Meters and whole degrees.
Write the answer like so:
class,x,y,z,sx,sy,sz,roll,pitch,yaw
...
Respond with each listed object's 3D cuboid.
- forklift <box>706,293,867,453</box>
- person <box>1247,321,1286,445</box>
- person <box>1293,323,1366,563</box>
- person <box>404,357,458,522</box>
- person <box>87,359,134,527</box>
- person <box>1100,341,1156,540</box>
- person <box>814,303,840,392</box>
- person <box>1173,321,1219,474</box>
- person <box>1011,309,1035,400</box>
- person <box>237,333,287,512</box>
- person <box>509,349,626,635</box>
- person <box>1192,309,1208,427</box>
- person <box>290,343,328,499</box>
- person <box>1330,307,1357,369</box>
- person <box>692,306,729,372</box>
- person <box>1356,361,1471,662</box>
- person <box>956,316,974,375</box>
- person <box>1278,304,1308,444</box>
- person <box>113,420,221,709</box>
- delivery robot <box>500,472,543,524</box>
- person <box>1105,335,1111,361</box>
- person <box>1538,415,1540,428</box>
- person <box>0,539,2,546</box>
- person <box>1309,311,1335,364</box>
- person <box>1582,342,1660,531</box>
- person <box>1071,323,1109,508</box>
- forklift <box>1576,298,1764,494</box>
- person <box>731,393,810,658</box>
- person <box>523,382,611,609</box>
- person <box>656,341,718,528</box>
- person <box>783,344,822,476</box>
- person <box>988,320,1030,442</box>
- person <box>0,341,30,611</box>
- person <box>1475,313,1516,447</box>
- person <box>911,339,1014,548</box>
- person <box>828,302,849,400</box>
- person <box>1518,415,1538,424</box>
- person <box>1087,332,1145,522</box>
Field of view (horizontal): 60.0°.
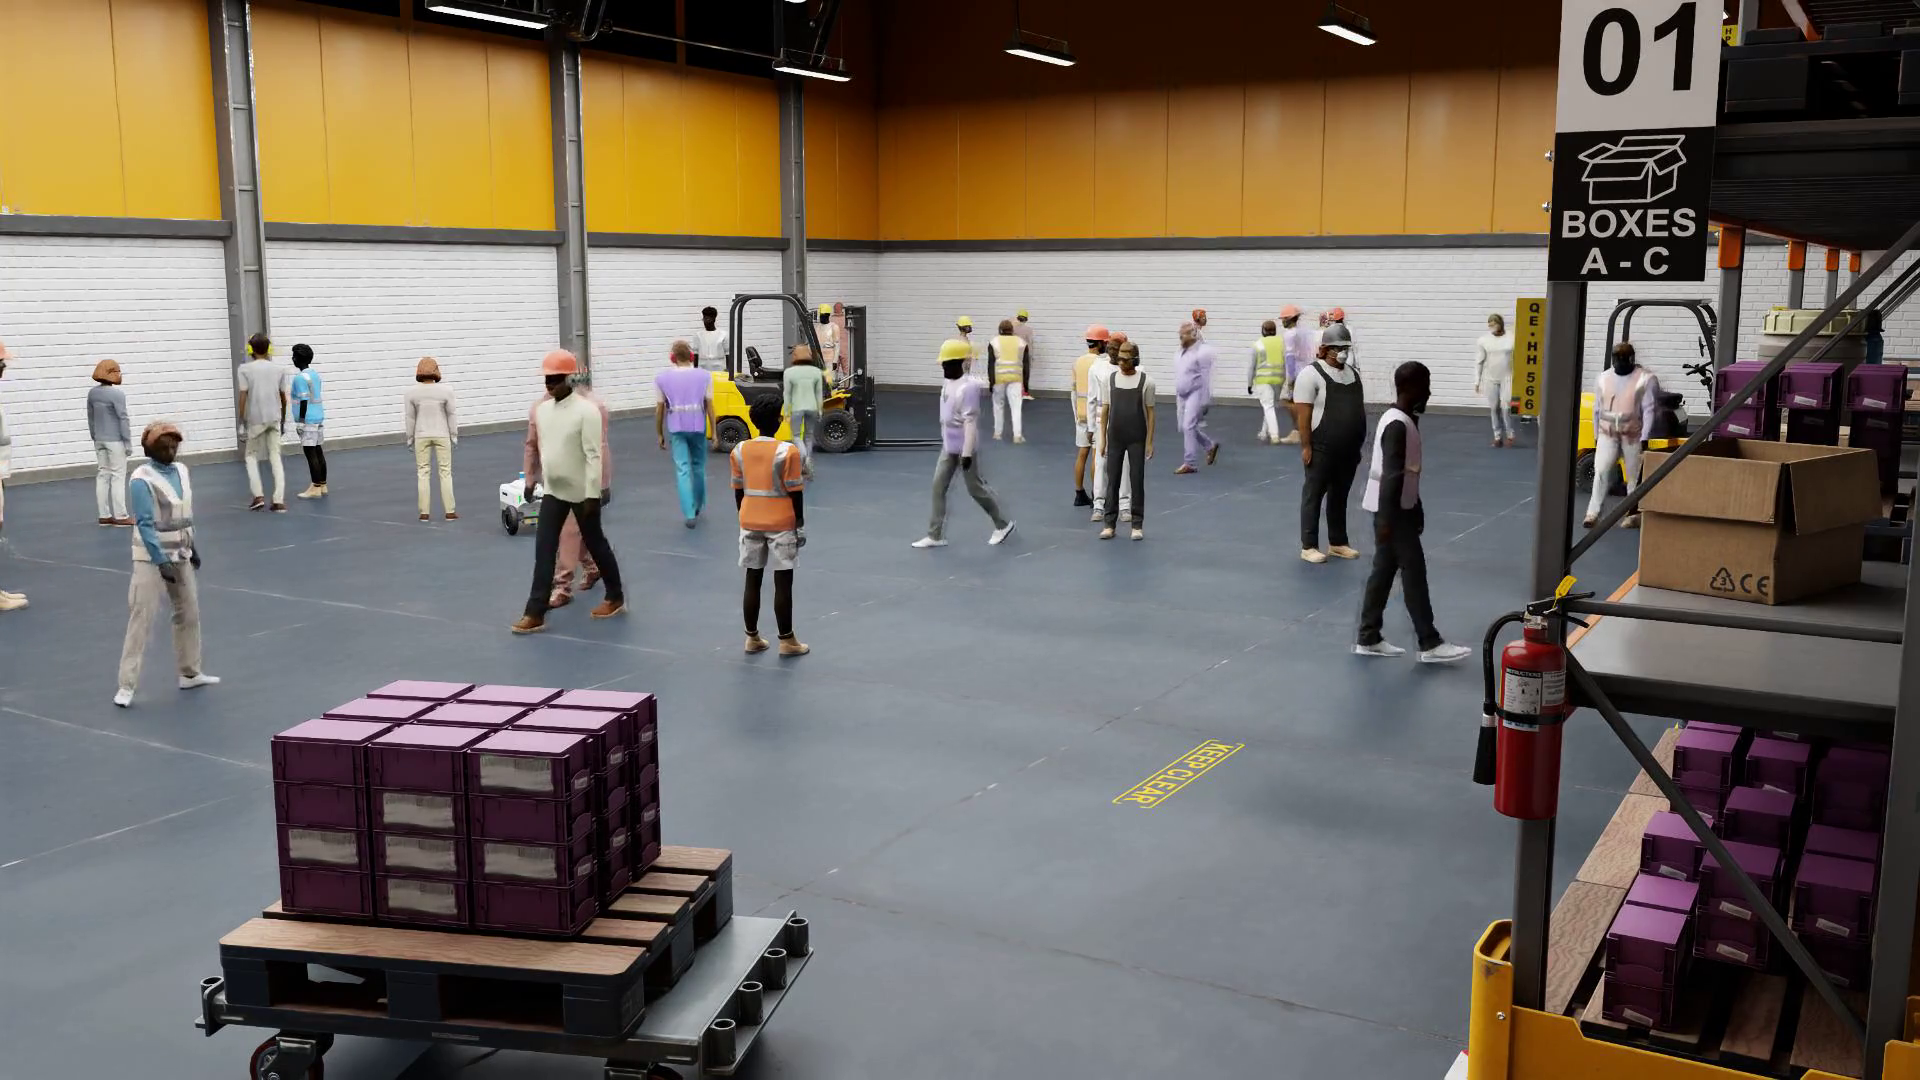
class,x,y,z,sx,sy,sz,roll,pitch,yaw
forklift,-2.458,-2.344,23.176,2.313,2.155,1.214,0,9,-2
person,4.470,-2.269,24.001,0.630,1.786,0.995,-2,9,-12
person,3.213,-0.832,14.213,0.681,2.000,0.538,-6,11,-31
person,-5.235,-0.994,16.495,0.498,1.632,0.285,-2,9,-12
person,-8.244,-0.942,16.164,0.507,1.632,0.267,4,10,26
person,1.542,-0.911,15.341,0.507,1.838,0.351,3,9,15
person,-2.369,-3.202,29.349,0.588,1.930,0.364,8,12,40
person,2.930,-1.762,20.534,0.693,1.887,0.661,-5,10,-28
person,1.225,-3.603,32.359,0.533,1.769,0.309,7,11,37
person,-7.215,-1.203,17.154,0.547,1.841,0.596,-8,12,-42
person,-2.710,-0.355,11.561,0.631,1.945,1.010,5,11,30
person,3.823,-2.760,26.742,0.356,1.882,0.574,1,9,8
person,-7.135,-1.299,18.200,0.317,1.695,0.540,-1,9,-4
person,6.415,-2.965,27.990,0.506,1.889,0.576,5,11,30
person,-3.763,-2.557,25.221,0.608,1.963,0.371,1,9,7
person,2.908,-0.173,10.535,0.770,1.894,0.623,3,9,16
person,0.070,-2.753,27.048,0.299,1.772,0.533,1,9,9
person,4.814,-2.368,23.858,0.570,2.019,0.639,5,10,27
person,-4.587,0.121,9.569,0.364,1.621,0.777,1,9,8
delivery robot,-4.154,-0.409,15.904,0.477,0.478,0.707,-5,11,-30
person,2.016,-1.923,22.311,0.316,1.631,0.523,2,9,13
person,7.463,-1.794,20.902,0.610,1.820,0.471,6,11,31
person,-8.355,-0.639,13.460,0.900,1.911,0.665,-6,11,-35
person,5.355,-2.394,24.379,0.406,1.910,0.639,-2,9,-11
person,6.281,-0.969,15.818,0.636,1.793,0.922,7,11,37
person,1.419,-1.302,17.472,0.375,1.935,0.551,-7,11,-37
forklift,7.954,-1.589,18.462,2.313,2.155,1.214,5,11,30
person,-1.214,-0.090,10.649,0.535,1.699,0.318,5,10,26
person,-2.948,-0.473,12.547,0.663,1.865,0.987,3,10,20
person,-2.696,-1.053,16.377,0.581,1.781,0.983,-2,9,-13
person,-1.869,-1.546,20.003,0.498,1.613,0.558,-4,10,-23
person,0.726,-2.327,24.392,0.642,1.793,0.817,-1,9,-9
person,-7.036,-0.487,12.101,0.393,2.037,0.607,-5,10,-28
person,7.598,-2.239,23.432,0.647,1.896,0.551,6,11,31
person,0.055,-0.865,14.933,0.933,1.891,0.585,-5,11,-30
person,-2.337,-3.672,32.373,0.639,1.903,0.407,0,9,0
person,9.420,-2.821,27.273,0.588,1.835,0.403,-2,9,-13
person,1.544,-1.118,16.481,0.575,1.885,0.359,1,9,3
